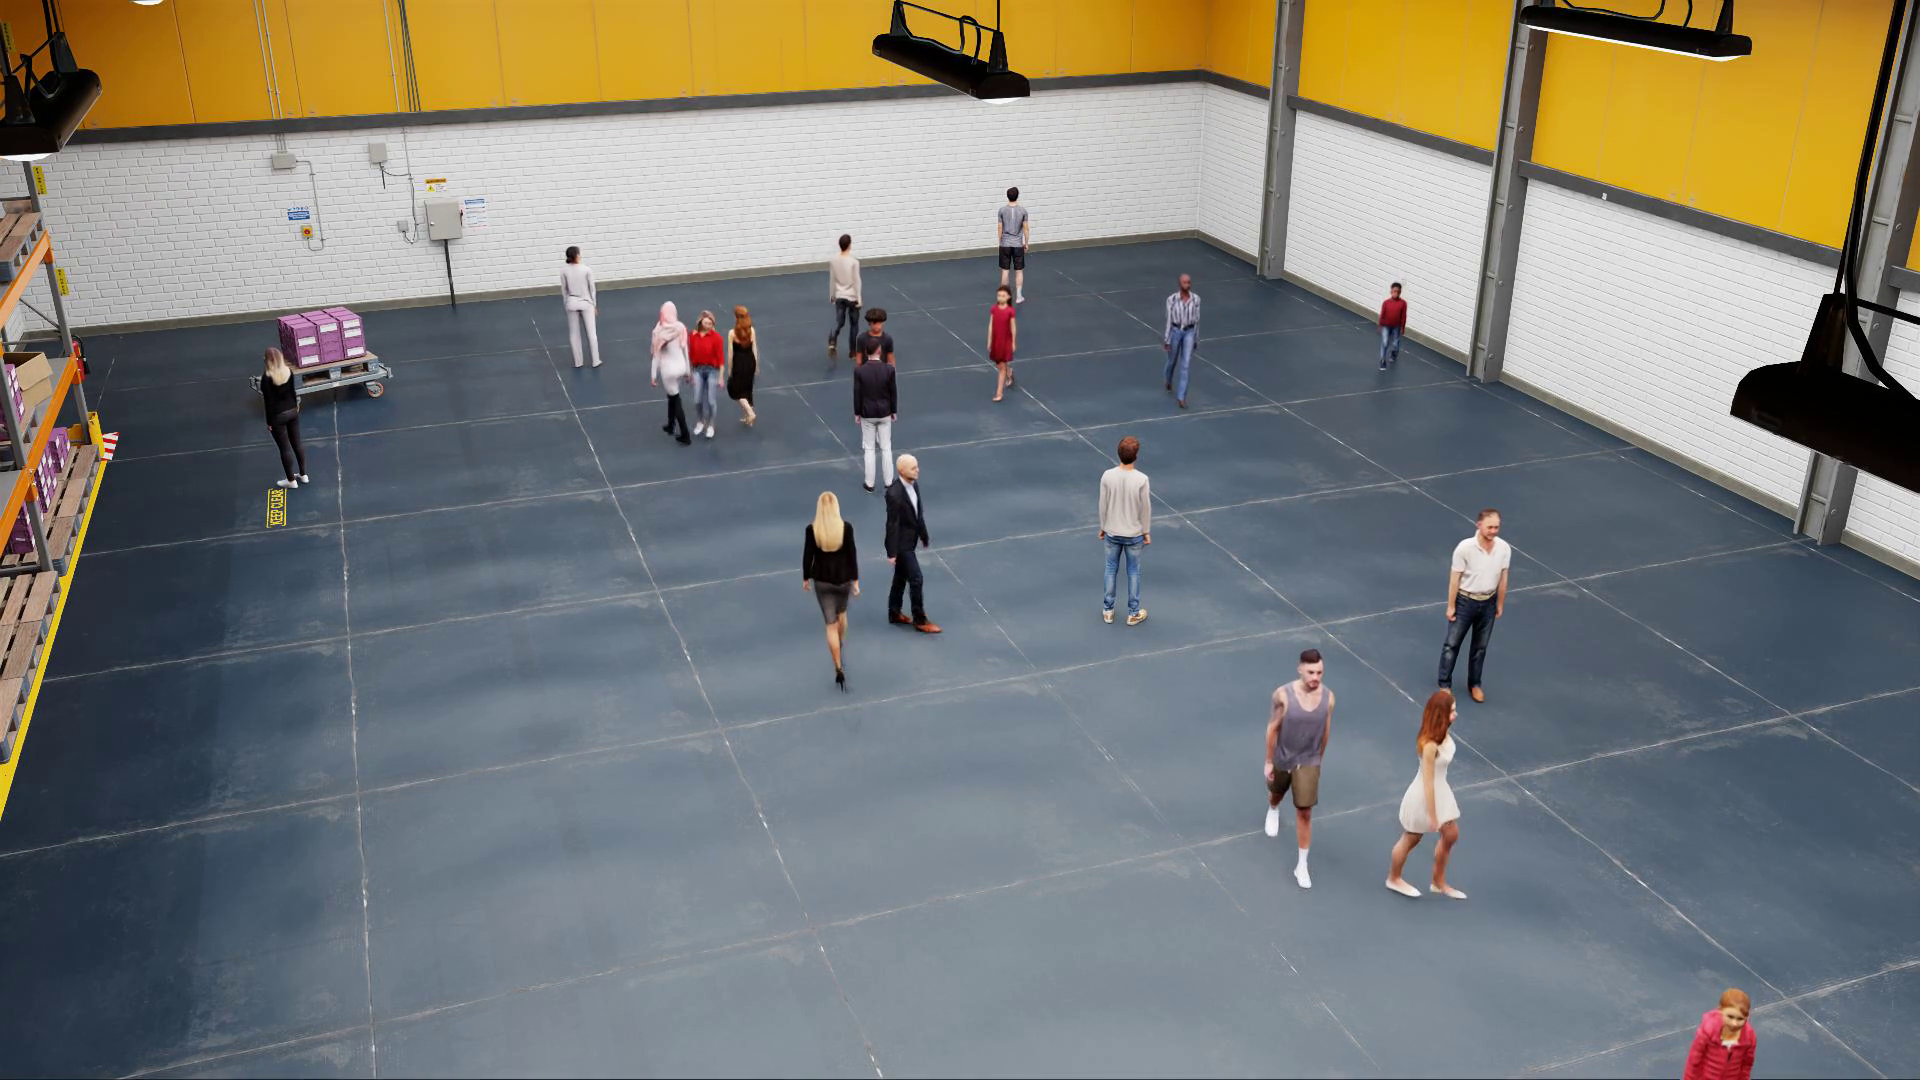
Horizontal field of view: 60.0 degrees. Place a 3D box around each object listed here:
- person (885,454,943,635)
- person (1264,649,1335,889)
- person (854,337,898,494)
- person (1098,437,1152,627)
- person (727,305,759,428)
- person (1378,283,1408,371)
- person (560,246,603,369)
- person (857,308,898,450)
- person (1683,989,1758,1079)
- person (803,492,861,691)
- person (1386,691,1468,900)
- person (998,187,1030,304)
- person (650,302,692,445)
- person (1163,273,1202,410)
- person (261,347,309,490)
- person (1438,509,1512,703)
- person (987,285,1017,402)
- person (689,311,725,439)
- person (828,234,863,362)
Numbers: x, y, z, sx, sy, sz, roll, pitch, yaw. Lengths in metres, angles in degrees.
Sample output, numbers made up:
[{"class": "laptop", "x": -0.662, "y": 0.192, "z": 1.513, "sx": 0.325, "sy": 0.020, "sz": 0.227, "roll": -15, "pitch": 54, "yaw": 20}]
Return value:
[{"class": "person", "x": -0.607, "y": 0.011, "z": 15.977, "sx": 1.030, "sy": 1.787, "sz": 0.977, "roll": 9, "pitch": 25, "yaw": 19}, {"class": "person", "x": 2.494, "y": 1.593, "z": 12.488, "sx": 0.982, "sy": 1.806, "sz": 1.290, "roll": 2, "pitch": 24, "yaw": 4}, {"class": "person", "x": -0.976, "y": -1.449, "z": 19.250, "sx": 0.703, "sy": 1.840, "sz": 0.632, "roll": -2, "pitch": 24, "yaw": -5}, {"class": "person", "x": 1.587, "y": -0.085, "z": 16.050, "sx": 0.756, "sy": 1.904, "sz": 0.788, "roll": 8, "pitch": 25, "yaw": 17}, {"class": "person", "x": -2.727, "y": -2.168, "z": 21.182, "sx": 0.717, "sy": 1.611, "sz": 0.842, "roll": -17, "pitch": 29, "yaw": -34}, {"class": "person", "x": 6.154, "y": -3.073, "z": 23.719, "sx": 0.739, "sy": 1.236, "sz": 0.846, "roll": 7, "pitch": 24, "yaw": 15}, {"class": "person", "x": -5.409, "y": -3.320, "z": 23.659, "sx": 0.691, "sy": 1.736, "sz": 0.654, "roll": -1, "pitch": 24, "yaw": -2}, {"class": "person", "x": -1.057, "y": -2.051, "z": 20.727, "sx": 0.789, "sy": 1.760, "sz": 0.955, "roll": -2, "pitch": 24, "yaw": -4}, {"class": "person", "x": 4.329, "y": 3.077, "z": 9.572, "sx": 0.731, "sy": 1.299, "sz": 0.824, "roll": 7, "pitch": 24, "yaw": 15}, {"class": "person", "x": -1.130, "y": 0.483, "z": 14.875, "sx": 0.763, "sy": 1.805, "sz": 1.091, "roll": -4, "pitch": 24, "yaw": -9}, {"class": "person", "x": 3.273, "y": 1.820, "z": 11.954, "sx": 0.908, "sy": 1.694, "sz": 0.811, "roll": 16, "pitch": 28, "yaw": 32}, {"class": "person", "x": 0.840, "y": -4.747, "z": 26.755, "sx": 0.733, "sy": 1.871, "sz": 0.710, "roll": 2, "pitch": 24, "yaw": 4}, {"class": "person", "x": -3.511, "y": -2.034, "z": 20.663, "sx": 0.976, "sy": 1.780, "sz": 0.846, "roll": 22, "pitch": 32, "yaw": 40}, {"class": "person", "x": 2.923, "y": -2.689, "z": 22.181, "sx": 0.819, "sy": 1.764, "sz": 1.142, "roll": -2, "pitch": 24, "yaw": -5}, {"class": "person", "x": -7.884, "y": -1.430, "z": 19.399, "sx": 0.737, "sy": 1.687, "sz": 0.682, "roll": 11, "pitch": 26, "yaw": 24}, {"class": "person", "x": 4.533, "y": 0.547, "z": 14.675, "sx": 0.731, "sy": 1.848, "sz": 0.705, "roll": 1, "pitch": 24, "yaw": 2}, {"class": "person", "x": 0.588, "y": -2.704, "z": 22.509, "sx": 0.965, "sy": 1.529, "sz": 1.025, "roll": 10, "pitch": 26, "yaw": 22}, {"class": "person", "x": -3.189, "y": -2.100, "z": 20.936, "sx": 0.740, "sy": 1.682, "sz": 0.755, "roll": 9, "pitch": 25, "yaw": 19}, {"class": "person", "x": -1.662, "y": -3.426, "z": 23.761, "sx": 1.055, "sy": 1.851, "sz": 1.120, "roll": 10, "pitch": 26, "yaw": 22}]
